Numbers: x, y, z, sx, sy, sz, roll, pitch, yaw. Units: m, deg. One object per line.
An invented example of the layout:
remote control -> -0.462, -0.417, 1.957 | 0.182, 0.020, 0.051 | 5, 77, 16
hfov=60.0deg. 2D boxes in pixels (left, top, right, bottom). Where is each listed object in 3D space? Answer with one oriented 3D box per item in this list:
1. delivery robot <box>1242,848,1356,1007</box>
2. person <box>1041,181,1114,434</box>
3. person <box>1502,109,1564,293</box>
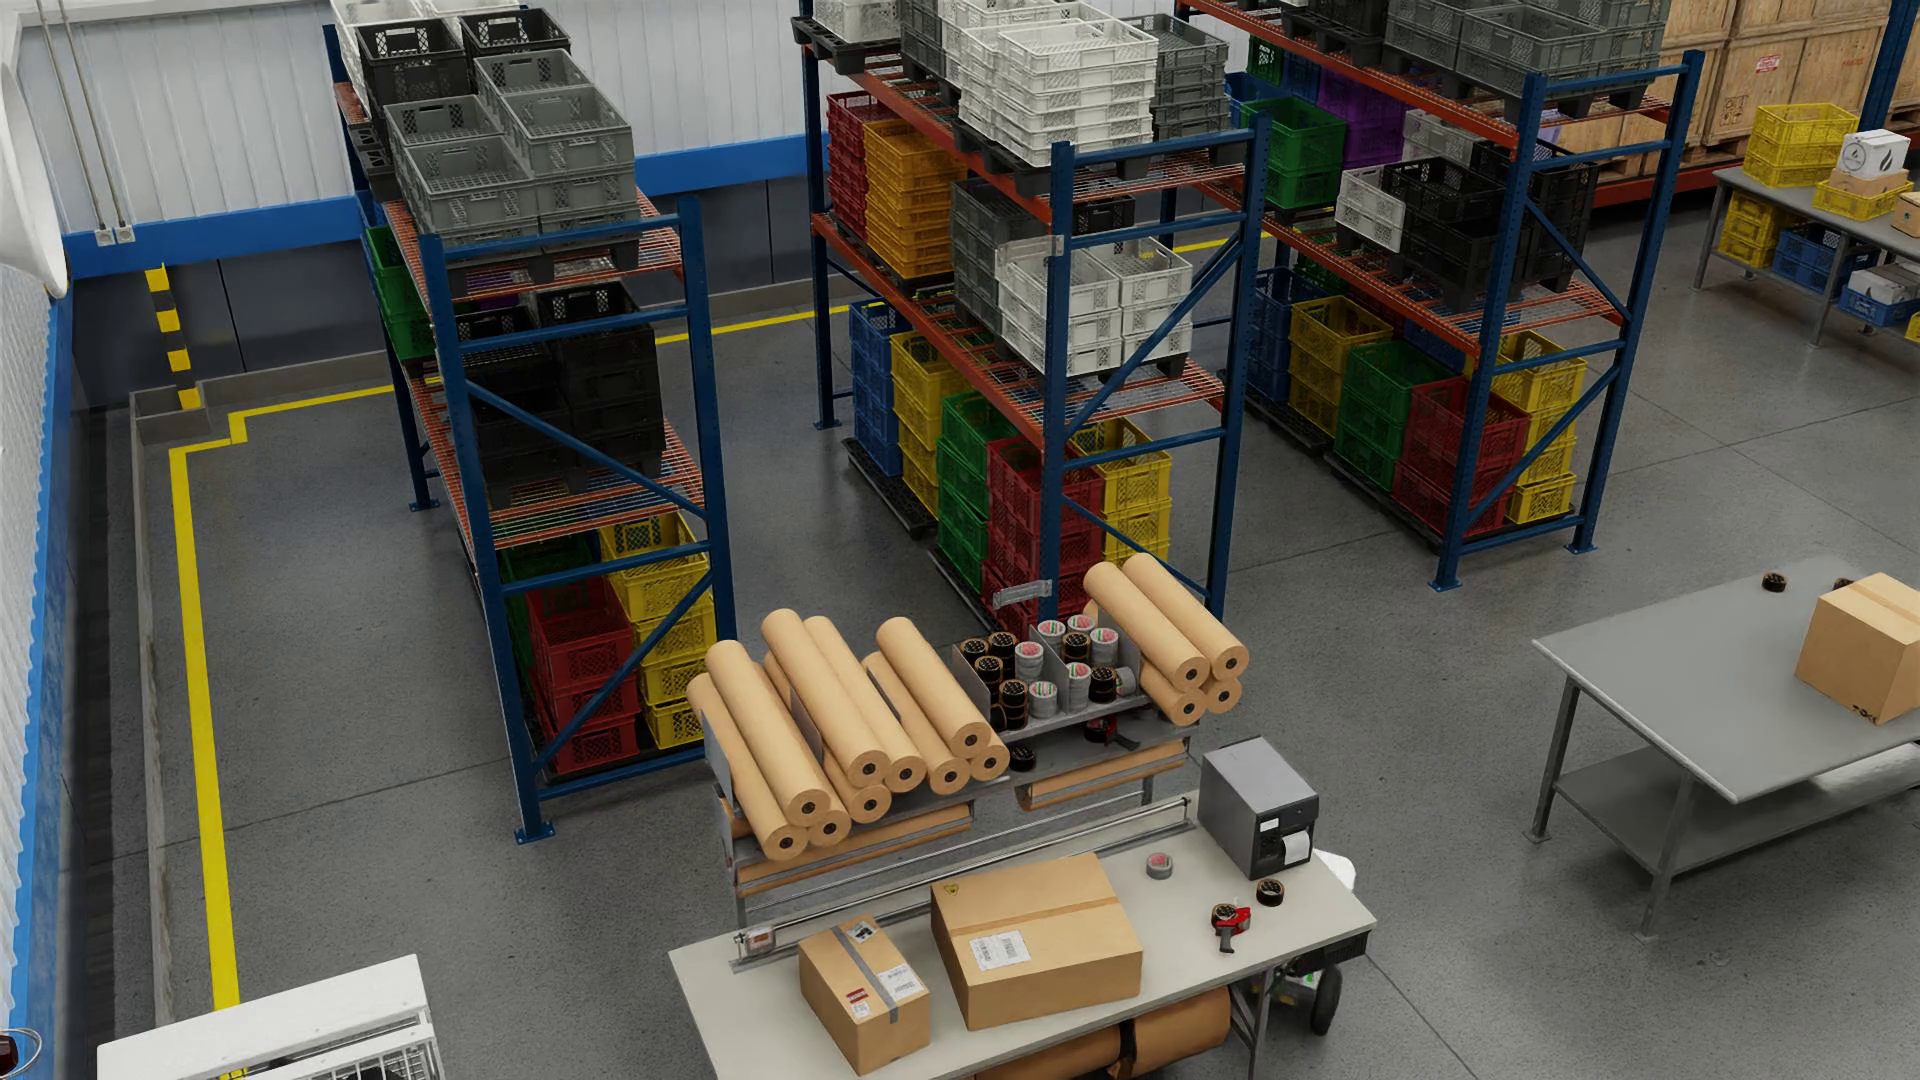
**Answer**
delivery robot -> 1.420, 1.593, 7.003 | 0.477, 0.478, 0.707 | 14, 34, 22
person -> 0.740, -1.549, 10.934 | 0.580, 1.884, 0.343 | -15, 35, -22
person -> 4.351, -2.807, 12.930 | 0.627, 1.934, 0.370 | -17, 36, -26
